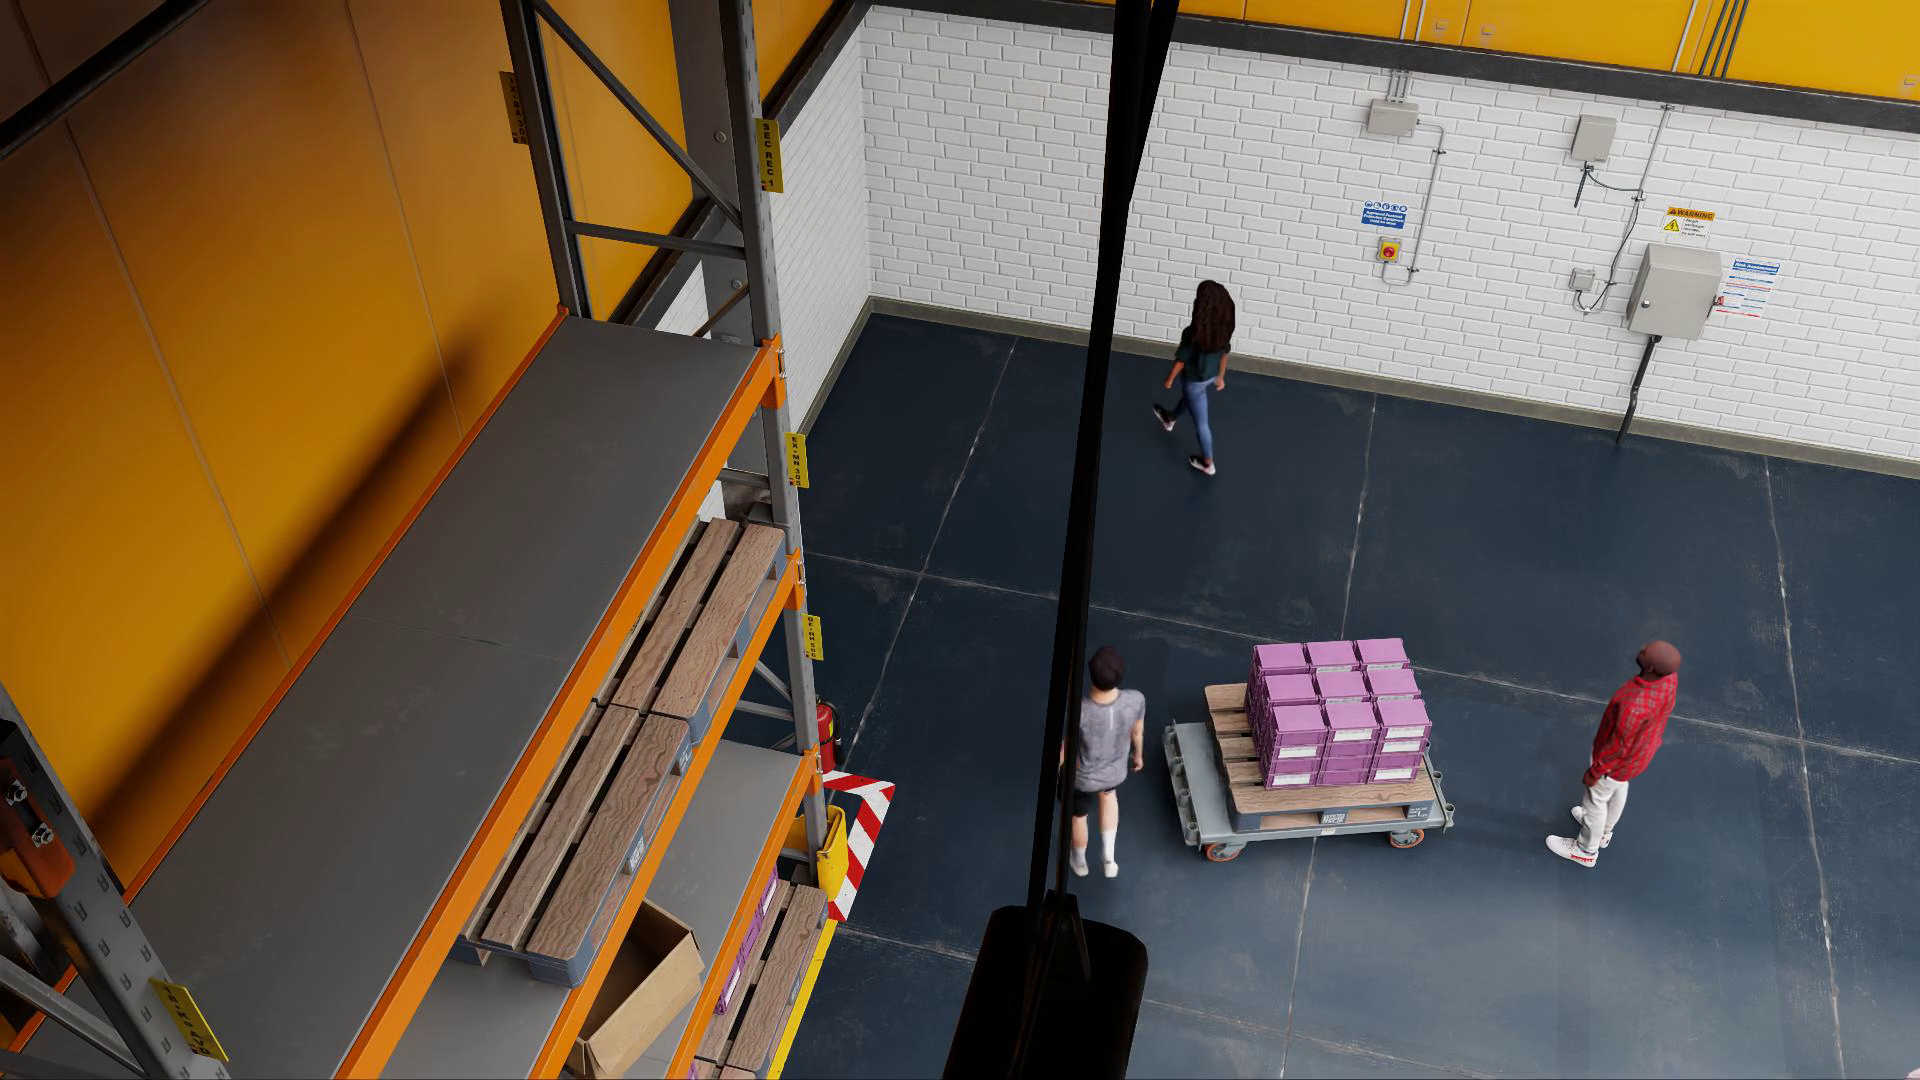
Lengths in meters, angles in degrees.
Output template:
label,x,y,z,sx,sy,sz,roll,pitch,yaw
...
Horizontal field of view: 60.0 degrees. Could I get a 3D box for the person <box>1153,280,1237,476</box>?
label,x,y,z,sx,sy,sz,roll,pitch,yaw
person,1.825,-1.168,12.356,1.036,1.584,1.008,-30,51,-27

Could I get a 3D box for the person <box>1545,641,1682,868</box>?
label,x,y,z,sx,sy,sz,roll,pitch,yaw
person,3.856,1.225,9.673,0.710,1.820,0.812,-31,52,-29

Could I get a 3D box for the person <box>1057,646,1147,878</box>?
label,x,y,z,sx,sy,sz,roll,pitch,yaw
person,0.825,1.358,9.504,0.918,1.861,0.977,-15,46,-15
